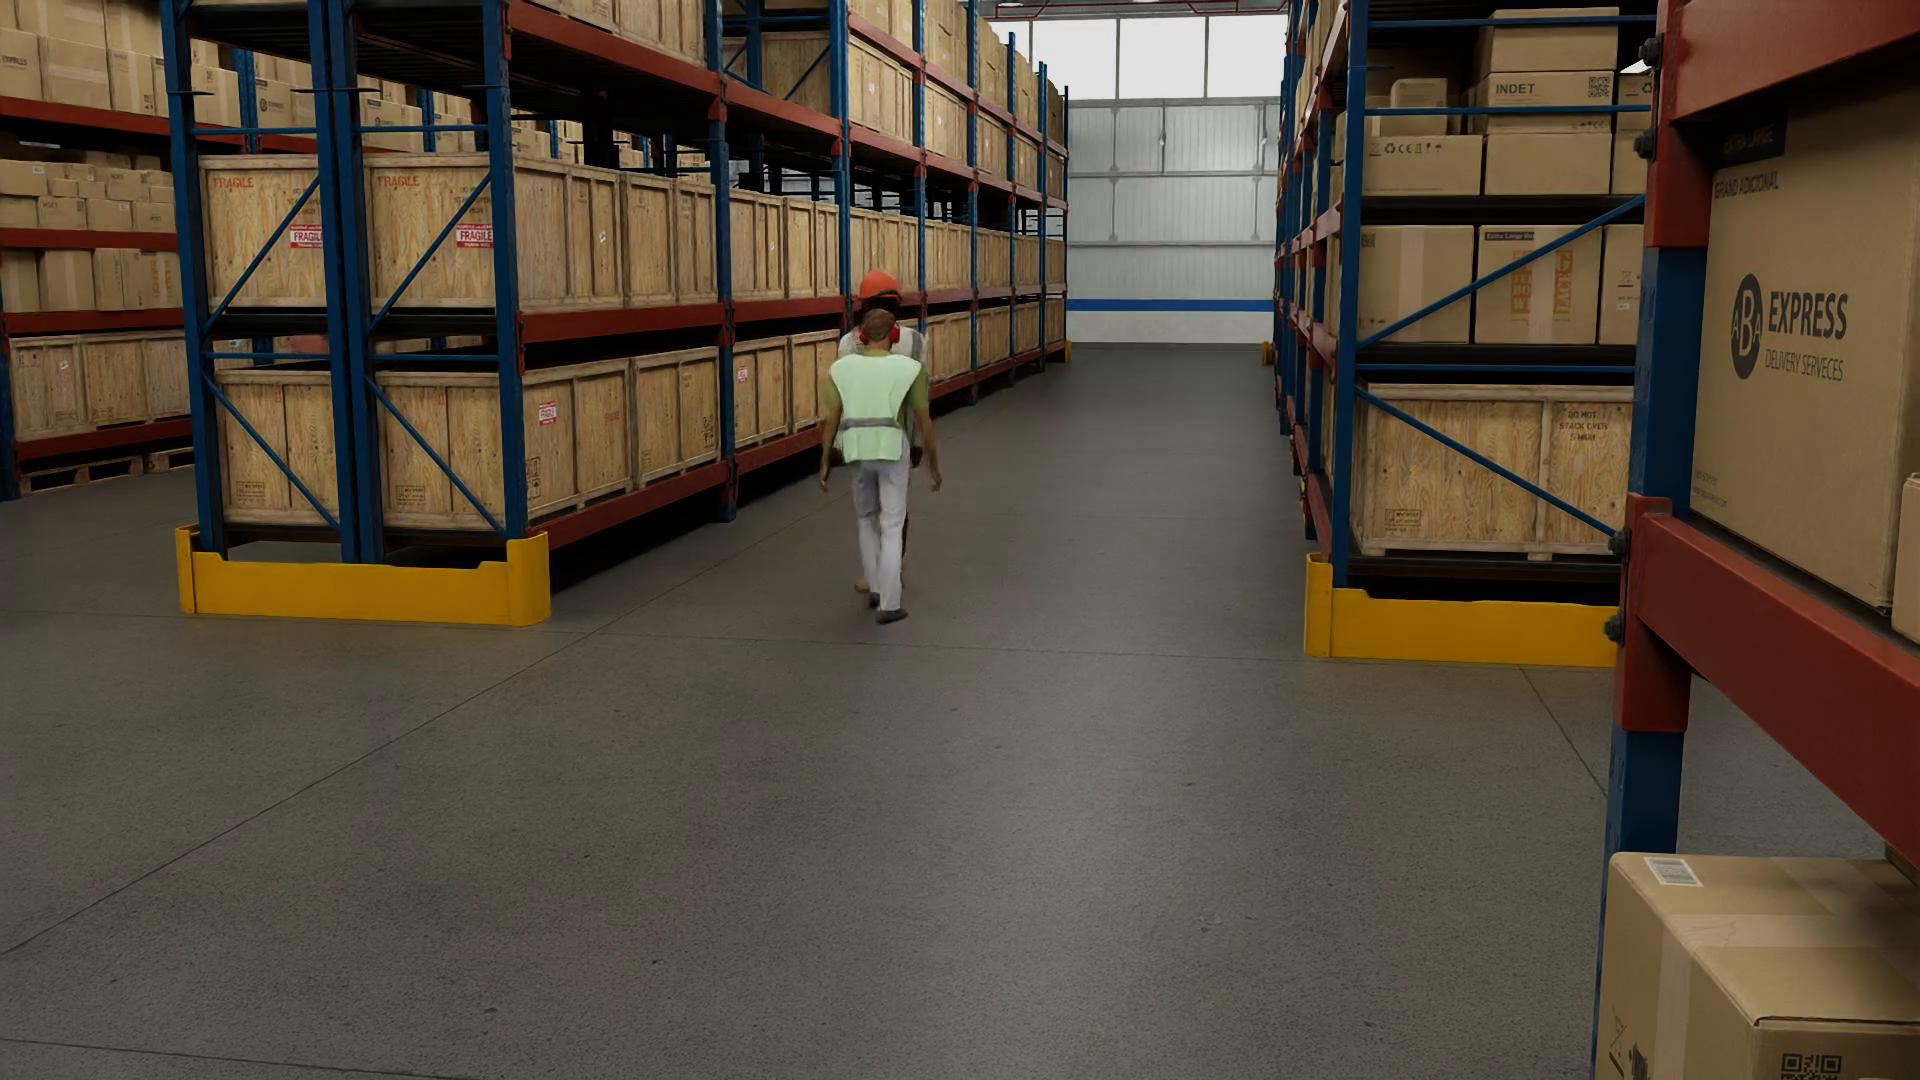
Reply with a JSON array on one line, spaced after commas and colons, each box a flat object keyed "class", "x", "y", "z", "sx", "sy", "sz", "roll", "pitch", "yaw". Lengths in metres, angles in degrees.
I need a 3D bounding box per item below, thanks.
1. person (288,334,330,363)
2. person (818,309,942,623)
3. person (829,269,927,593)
[{"class": "person", "x": -5.196, "y": -1.096, "z": 13.608, "sx": 0.651, "sy": 1.875, "sz": 0.868, "roll": 0, "pitch": 9, "yaw": 3}, {"class": "person", "x": -0.465, "y": -0.445, "z": 9.772, "sx": 0.713, "sy": 1.798, "sz": 0.734, "roll": 2, "pitch": 9, "yaw": 10}, {"class": "person", "x": -0.521, "y": -0.672, "z": 10.473, "sx": 0.608, "sy": 2.044, "sz": 0.431, "roll": -6, "pitch": 11, "yaw": -34}]
